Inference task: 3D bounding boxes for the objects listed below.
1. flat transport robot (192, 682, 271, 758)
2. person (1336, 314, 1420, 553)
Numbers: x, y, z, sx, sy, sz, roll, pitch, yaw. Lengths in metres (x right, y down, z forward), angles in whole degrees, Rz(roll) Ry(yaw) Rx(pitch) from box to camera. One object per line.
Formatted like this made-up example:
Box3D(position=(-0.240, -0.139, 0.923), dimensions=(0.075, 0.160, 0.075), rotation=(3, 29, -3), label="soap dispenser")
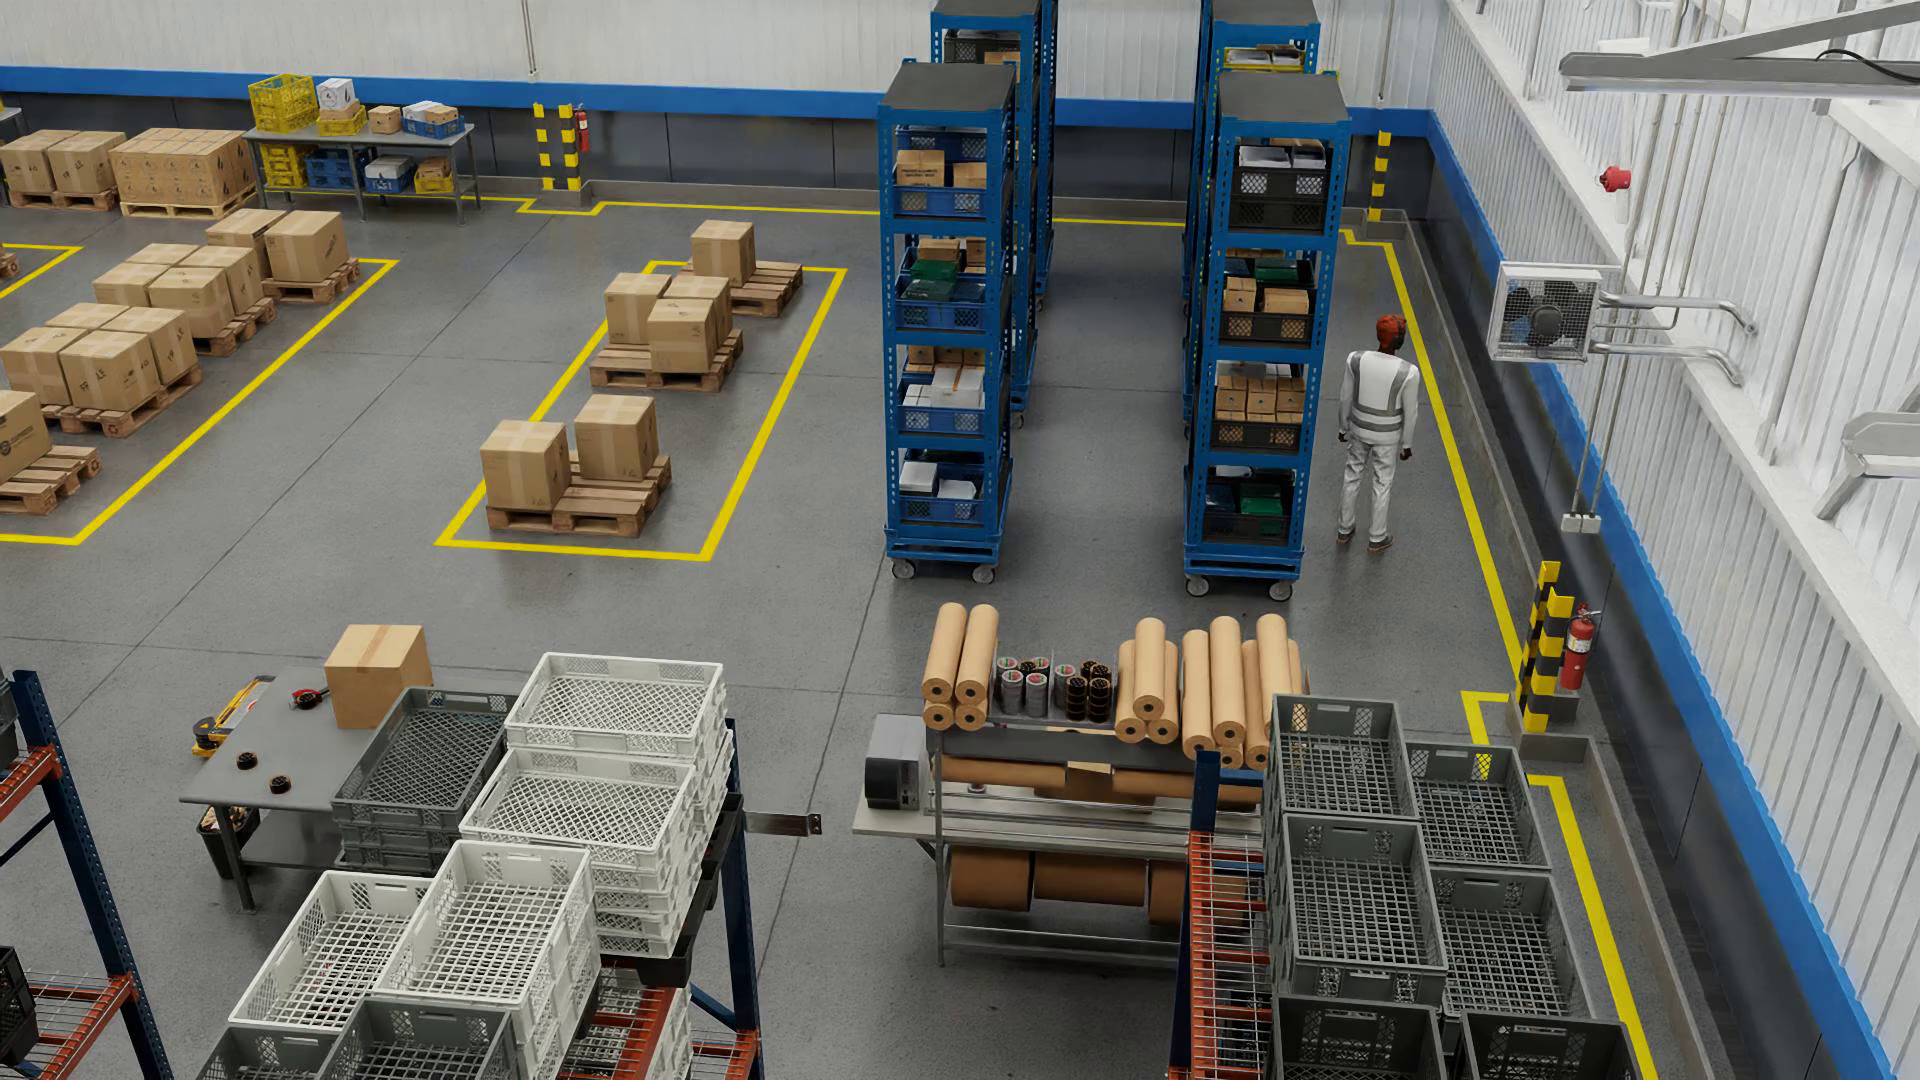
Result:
Box3D(position=(-4.089, 1.163, 10.648), dimensions=(1.431, 0.197, 0.652), rotation=(3, 30, 6), label="flat transport robot")
Box3D(position=(3.103, -0.793, 12.429), dimensions=(0.580, 1.881, 0.338), rotation=(19, 35, 29), label="person")
